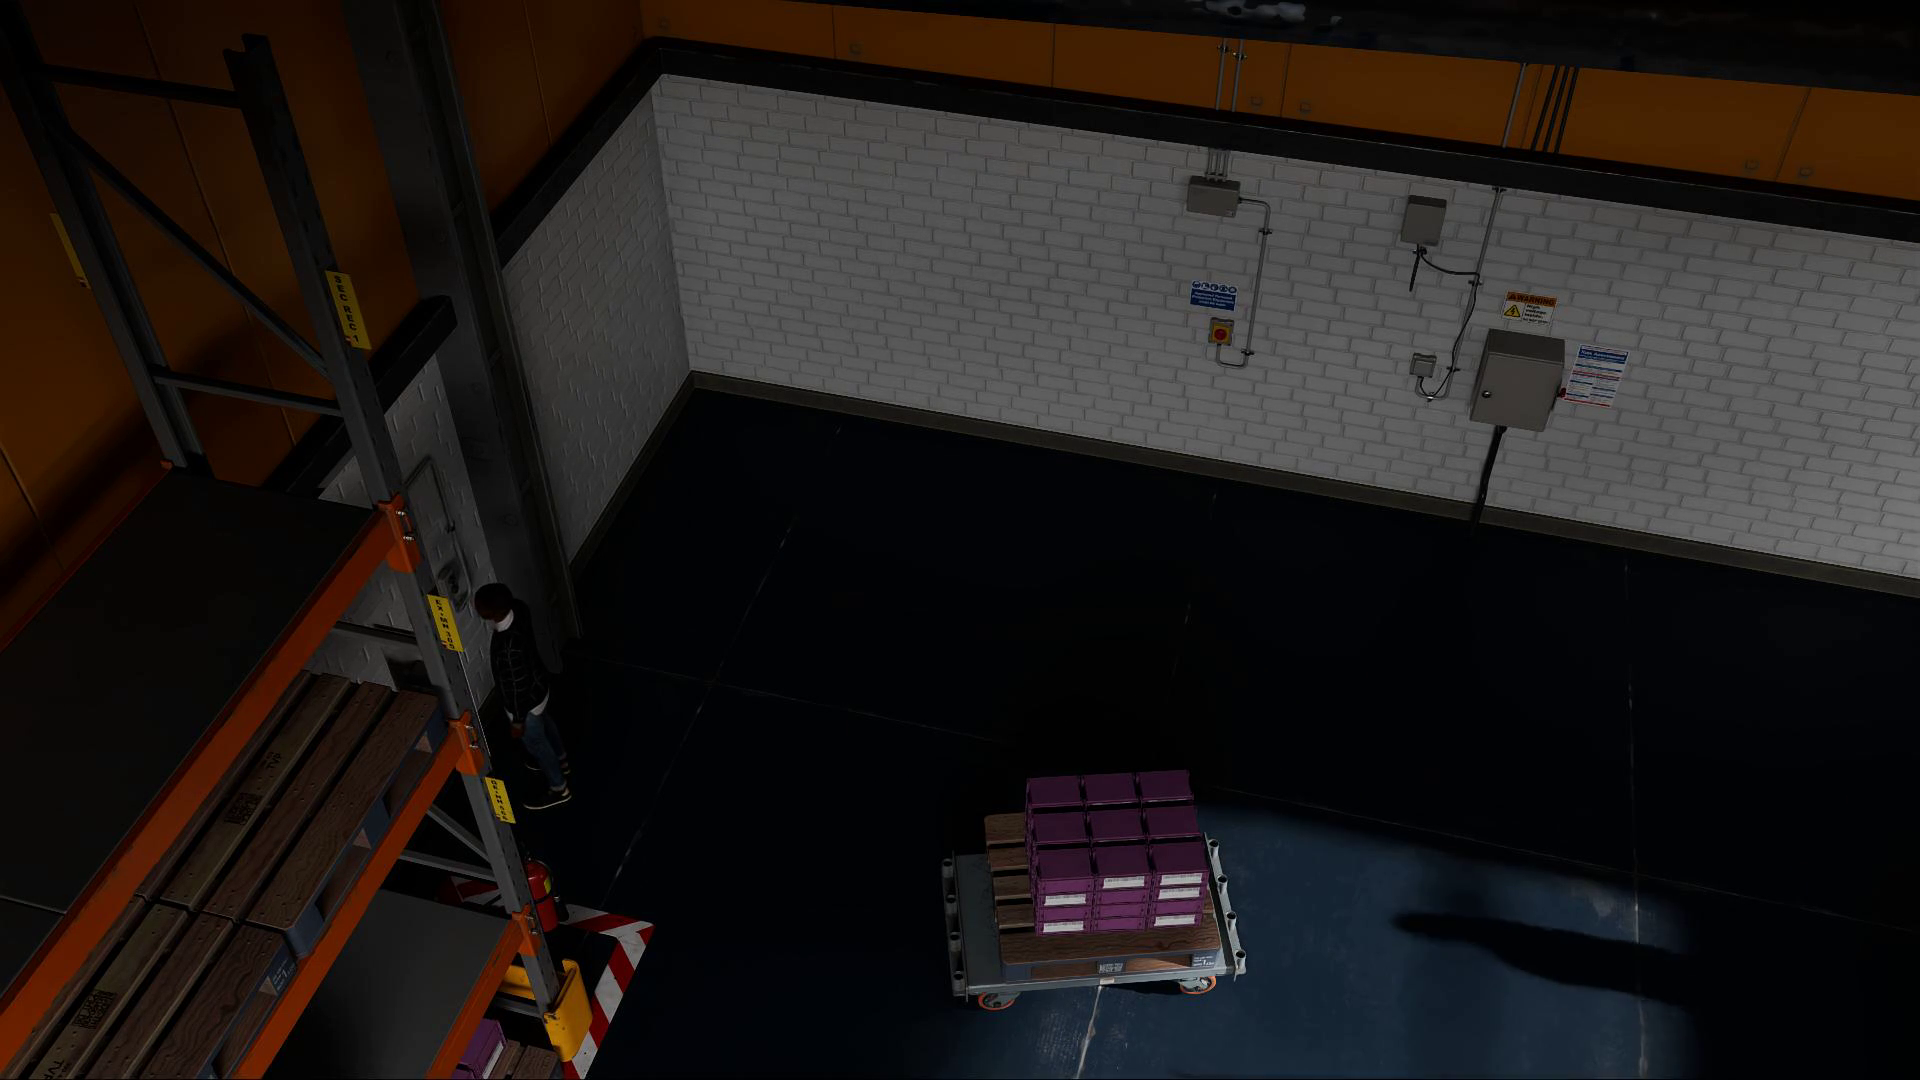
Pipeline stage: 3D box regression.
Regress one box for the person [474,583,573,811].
[{"bbox_3d":[-2.600,0.911,9.993,0.797,1.821,0.633,-4,44,-5],"label":"person"}]
